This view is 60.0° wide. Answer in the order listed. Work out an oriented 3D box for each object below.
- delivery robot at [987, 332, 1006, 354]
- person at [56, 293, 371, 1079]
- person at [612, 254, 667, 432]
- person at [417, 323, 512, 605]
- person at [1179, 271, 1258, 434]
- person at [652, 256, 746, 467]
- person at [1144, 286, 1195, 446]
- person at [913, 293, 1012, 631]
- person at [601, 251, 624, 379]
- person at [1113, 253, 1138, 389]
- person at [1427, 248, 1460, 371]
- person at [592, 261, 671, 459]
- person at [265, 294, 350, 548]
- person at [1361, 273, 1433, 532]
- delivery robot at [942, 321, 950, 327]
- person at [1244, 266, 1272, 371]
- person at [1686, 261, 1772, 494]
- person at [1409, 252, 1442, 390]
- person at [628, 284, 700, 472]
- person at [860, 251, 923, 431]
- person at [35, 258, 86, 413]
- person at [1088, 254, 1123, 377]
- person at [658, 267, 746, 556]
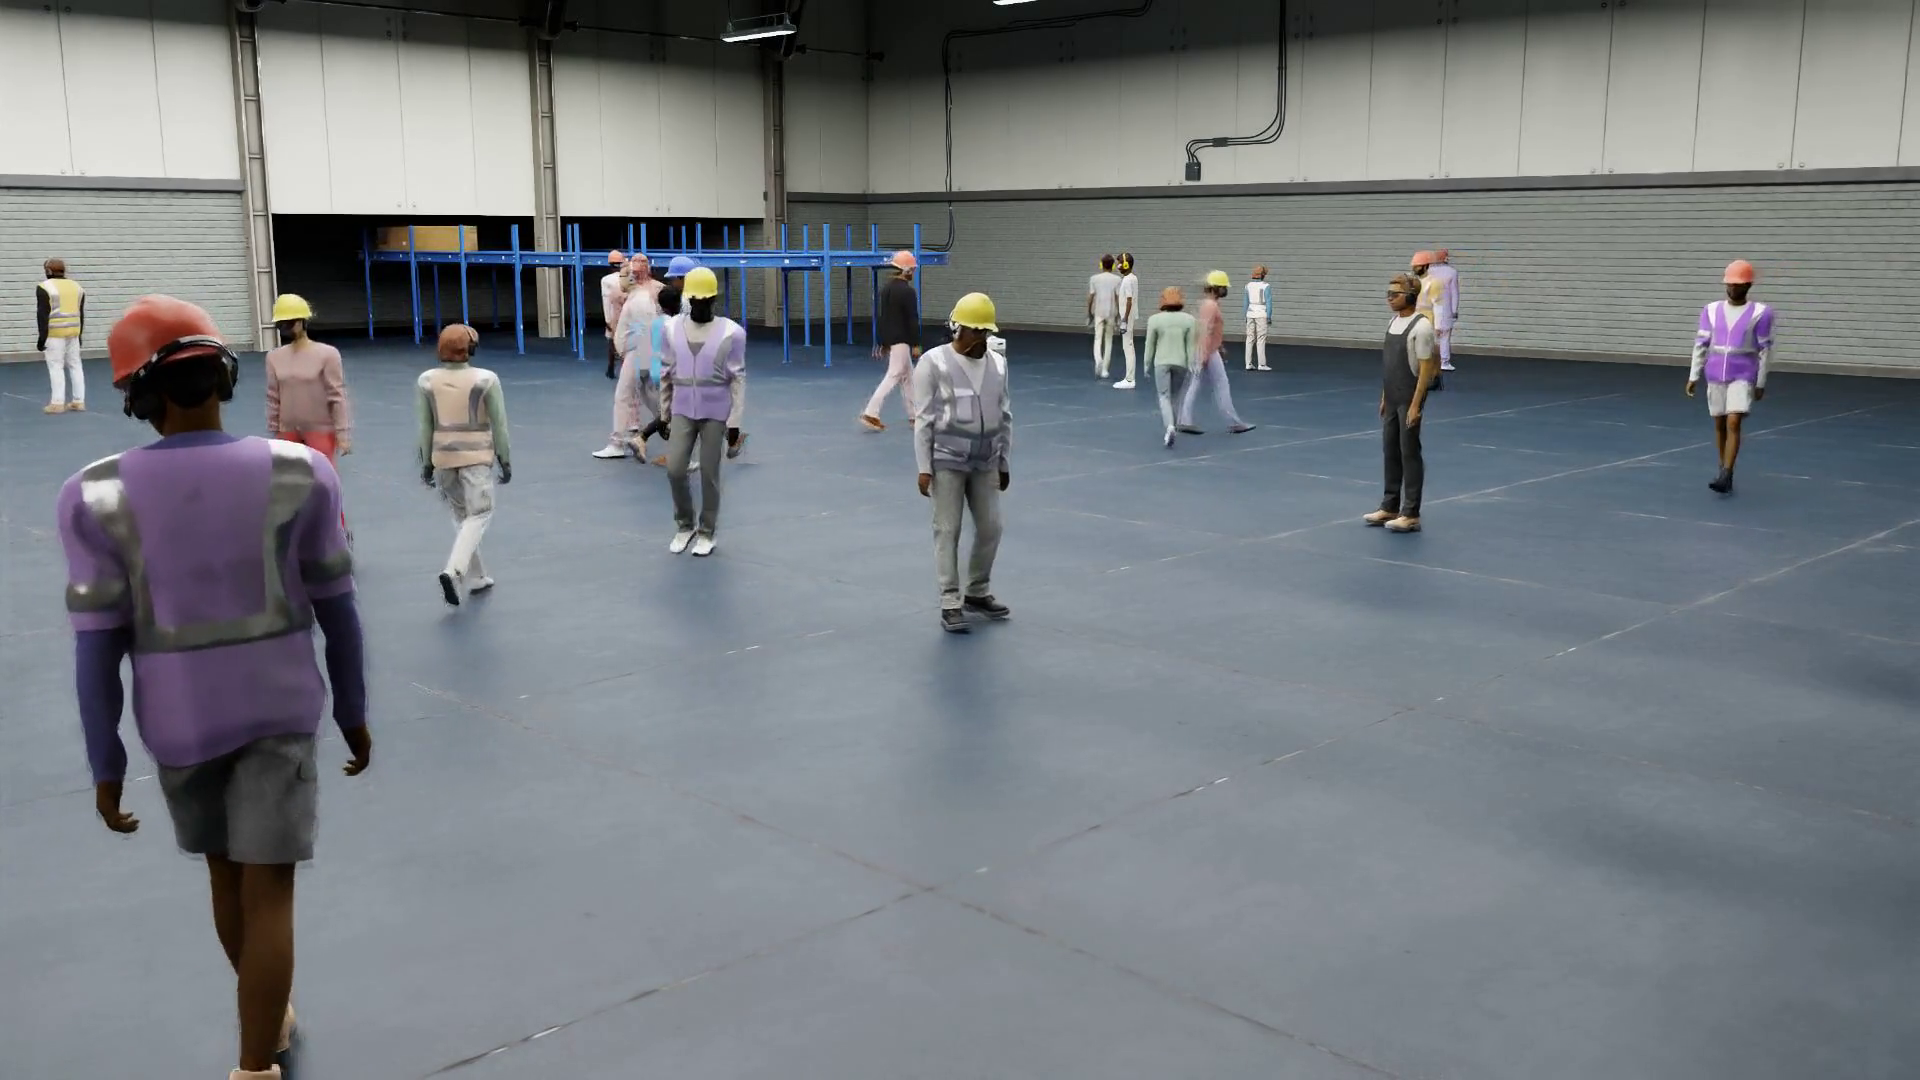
[{"bbox_3d":[0.462,-3.199,27.387,0.477,0.478,0.707,6,12,29],"label":"delivery robot"},{"bbox_3d":[-1.712,0.430,3.869,0.628,1.992,1.028,-4,11,-18],"label":"person"},{"bbox_3d":[-3.441,-2.133,18.025,0.643,1.909,0.410,-4,11,-20],"label":"person"},{"bbox_3d":[-2.884,-0.445,9.614,0.524,1.609,0.737,2,11,9],"label":"person"},{"bbox_3d":[2.756,-1.980,17.662,0.871,1.724,0.536,1,10,3],"label":"person"},{"bbox_3d":[-2.426,-1.643,15.294,0.806,1.925,0.622,-1,10,-5],"label":"person"},{"bbox_3d":[2.133,-1.761,16.850,0.509,1.617,0.738,-1,10,-6],"label":"person"},{"bbox_3d":[0.030,-0.428,8.998,0.609,1.811,0.427,-6,12,-29],"label":"person"},{"bbox_3d":[-4.994,-3.296,24.452,0.549,1.891,1.009,-5,11,-24],"label":"person"},{"bbox_3d":[2.310,-3.048,23.134,0.329,1.865,0.514,2,11,12],"label":"person"},{"bbox_3d":[7.535,-3.616,26.114,0.641,1.909,0.409,8,13,39],"label":"person"},{"bbox_3d":[-3.028,-1.725,15.915,0.936,1.871,0.654,-1,10,-7],"label":"person"},{"bbox_3d":[-4.119,-0.670,10.464,0.539,1.749,0.389,2,11,11],"label":"person"},{"bbox_3d":[3.168,-0.990,11.985,0.388,1.842,0.523,-3,11,-16],"label":"person"},{"bbox_3d":[-0.114,-4.284,32.595,0.335,0.223,0.698,-6,12,-29],"label":"delivery robot"},{"bbox_3d":[4.670,-3.472,26.065,0.308,1.638,0.510,-9,14,-41],"label":"person"},{"bbox_3d":[6.291,-1.330,13.675,0.555,1.894,0.945,9,14,42],"label":"person"},{"bbox_3d":[6.239,-2.964,22.634,1.003,1.880,0.572,-4,11,-20],"label":"person"},{"bbox_3d":[-2.664,-1.451,14.926,0.538,1.681,0.559,-6,12,-30],"label":"person"},{"bbox_3d":[-0.687,-2.171,18.136,1.022,1.951,0.642,-6,12,-29],"label":"person"},{"bbox_3d":[-10.823,-2.463,20.010,0.429,1.842,0.639,4,11,20],"label":"person"},{"bbox_3d":[2.152,-3.328,24.737,0.510,1.842,0.707,2,11,9],"label":"person"},{"bbox_3d":[-1.703,-0.832,10.935,0.612,1.901,0.480,1,10,7],"label":"person"}]
